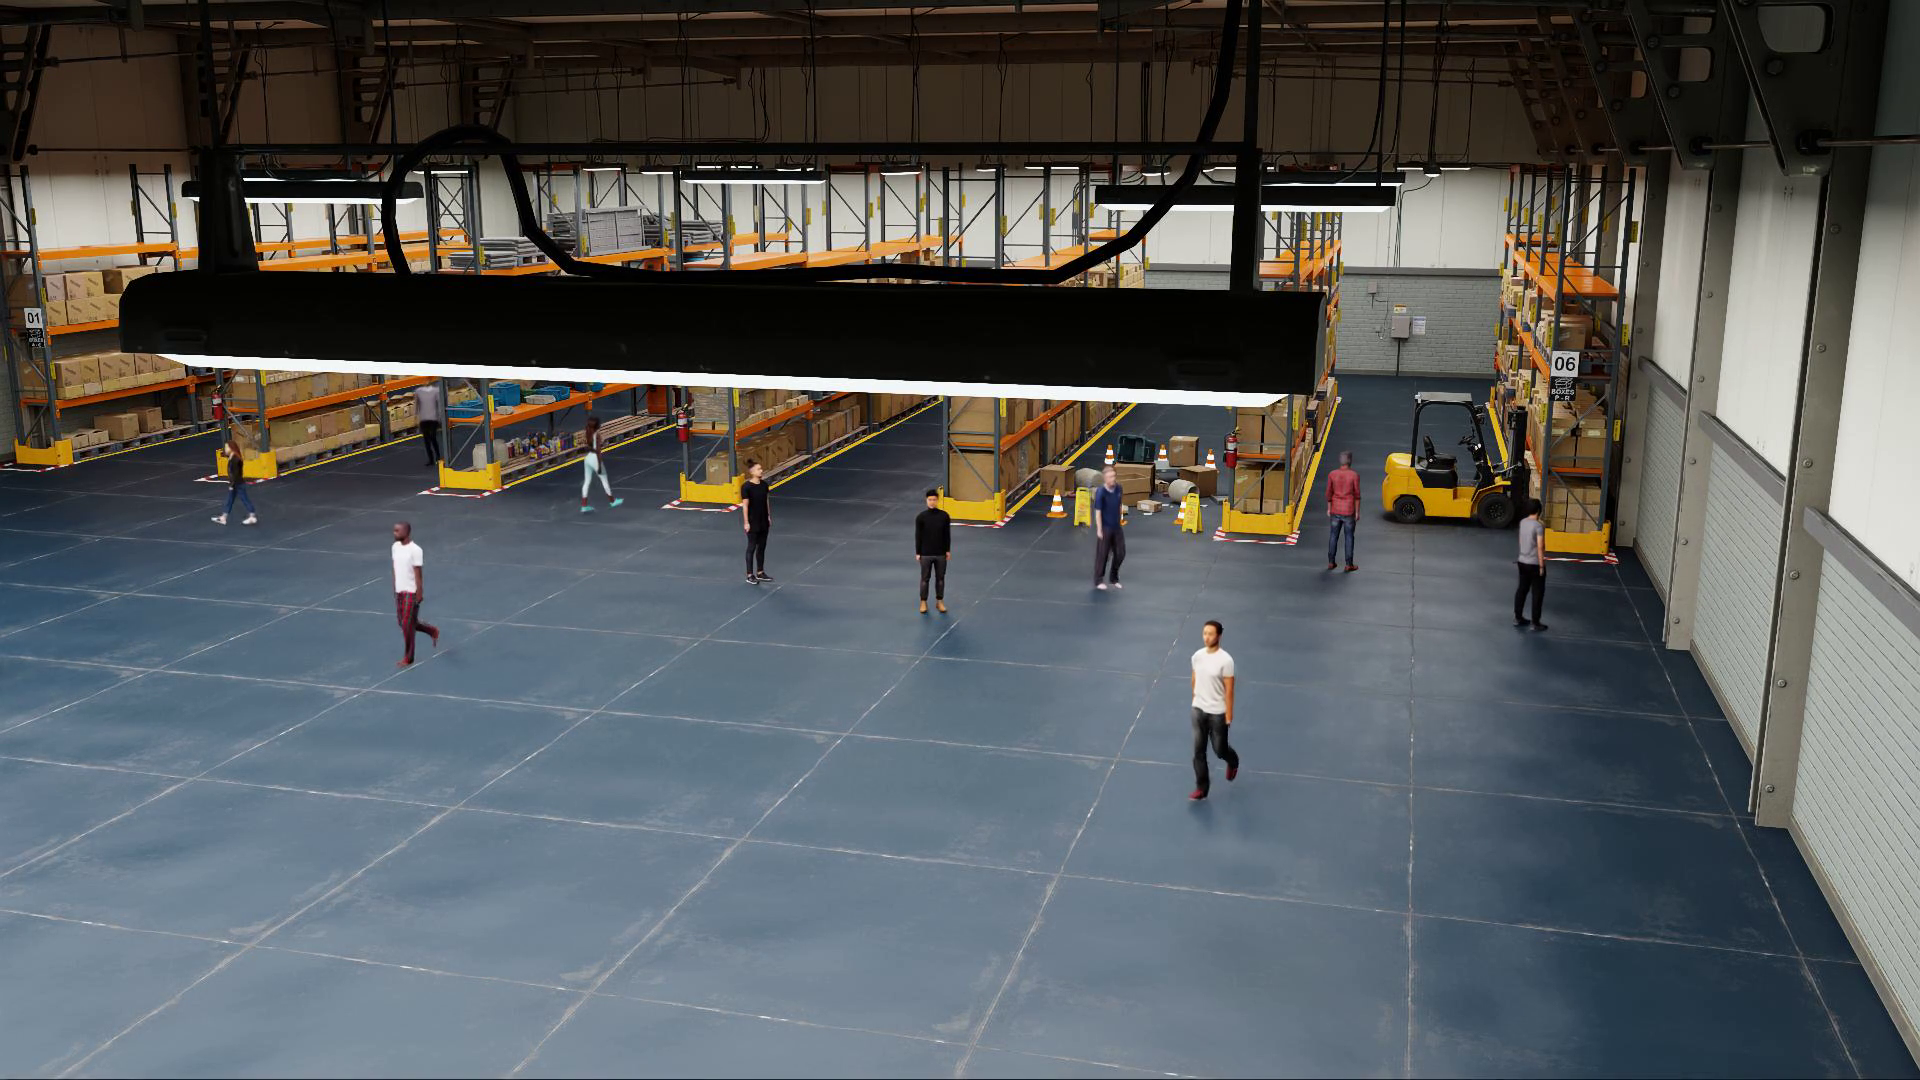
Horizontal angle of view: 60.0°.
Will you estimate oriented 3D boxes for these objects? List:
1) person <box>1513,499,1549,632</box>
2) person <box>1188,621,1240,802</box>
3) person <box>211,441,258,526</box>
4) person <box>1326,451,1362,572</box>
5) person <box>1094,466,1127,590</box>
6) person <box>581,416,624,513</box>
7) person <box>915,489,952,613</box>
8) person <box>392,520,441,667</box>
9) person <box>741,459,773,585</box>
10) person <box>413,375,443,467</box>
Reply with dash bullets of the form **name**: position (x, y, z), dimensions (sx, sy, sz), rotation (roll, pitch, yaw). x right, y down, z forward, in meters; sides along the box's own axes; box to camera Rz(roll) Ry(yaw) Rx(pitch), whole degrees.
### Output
- **person**: position (7.598, 0.313, 22.215), dimensions (0.821, 1.748, 0.730), rotation (-5, 14, -21)
- **person**: position (2.518, 1.657, 16.322), dimensions (0.901, 1.787, 1.104), rotation (11, 17, 39)
- **person**: position (-12.250, -0.958, 28.371), dimensions (1.017, 1.446, 0.858), rotation (-12, 18, -42)
- **person**: position (5.844, -0.455, 25.348), dimensions (0.750, 1.831, 0.674), rotation (9, 16, 33)
- **person**: position (2.101, -0.184, 24.154), dimensions (0.859, 1.841, 0.918), rotation (-7, 15, -28)
- **person**: position (-6.535, -1.313, 29.384), dimensions (0.906, 1.681, 1.154), rotation (11, 17, 40)
- **person**: position (-0.371, 0.136, 23.034), dimensions (0.717, 1.722, 0.684), rotation (-2, 13, -9)
- **person**: position (-6.777, 0.636, 20.671), dimensions (0.894, 1.816, 1.091), rotation (10, 16, 37)
- **person**: position (-3.014, -0.298, 24.620), dimensions (0.825, 1.853, 0.667), rotation (10, 16, 36)
- **person**: position (-10.783, -2.472, 33.882), dimensions (0.767, 1.910, 0.685), rotation (2, 13, 7)
